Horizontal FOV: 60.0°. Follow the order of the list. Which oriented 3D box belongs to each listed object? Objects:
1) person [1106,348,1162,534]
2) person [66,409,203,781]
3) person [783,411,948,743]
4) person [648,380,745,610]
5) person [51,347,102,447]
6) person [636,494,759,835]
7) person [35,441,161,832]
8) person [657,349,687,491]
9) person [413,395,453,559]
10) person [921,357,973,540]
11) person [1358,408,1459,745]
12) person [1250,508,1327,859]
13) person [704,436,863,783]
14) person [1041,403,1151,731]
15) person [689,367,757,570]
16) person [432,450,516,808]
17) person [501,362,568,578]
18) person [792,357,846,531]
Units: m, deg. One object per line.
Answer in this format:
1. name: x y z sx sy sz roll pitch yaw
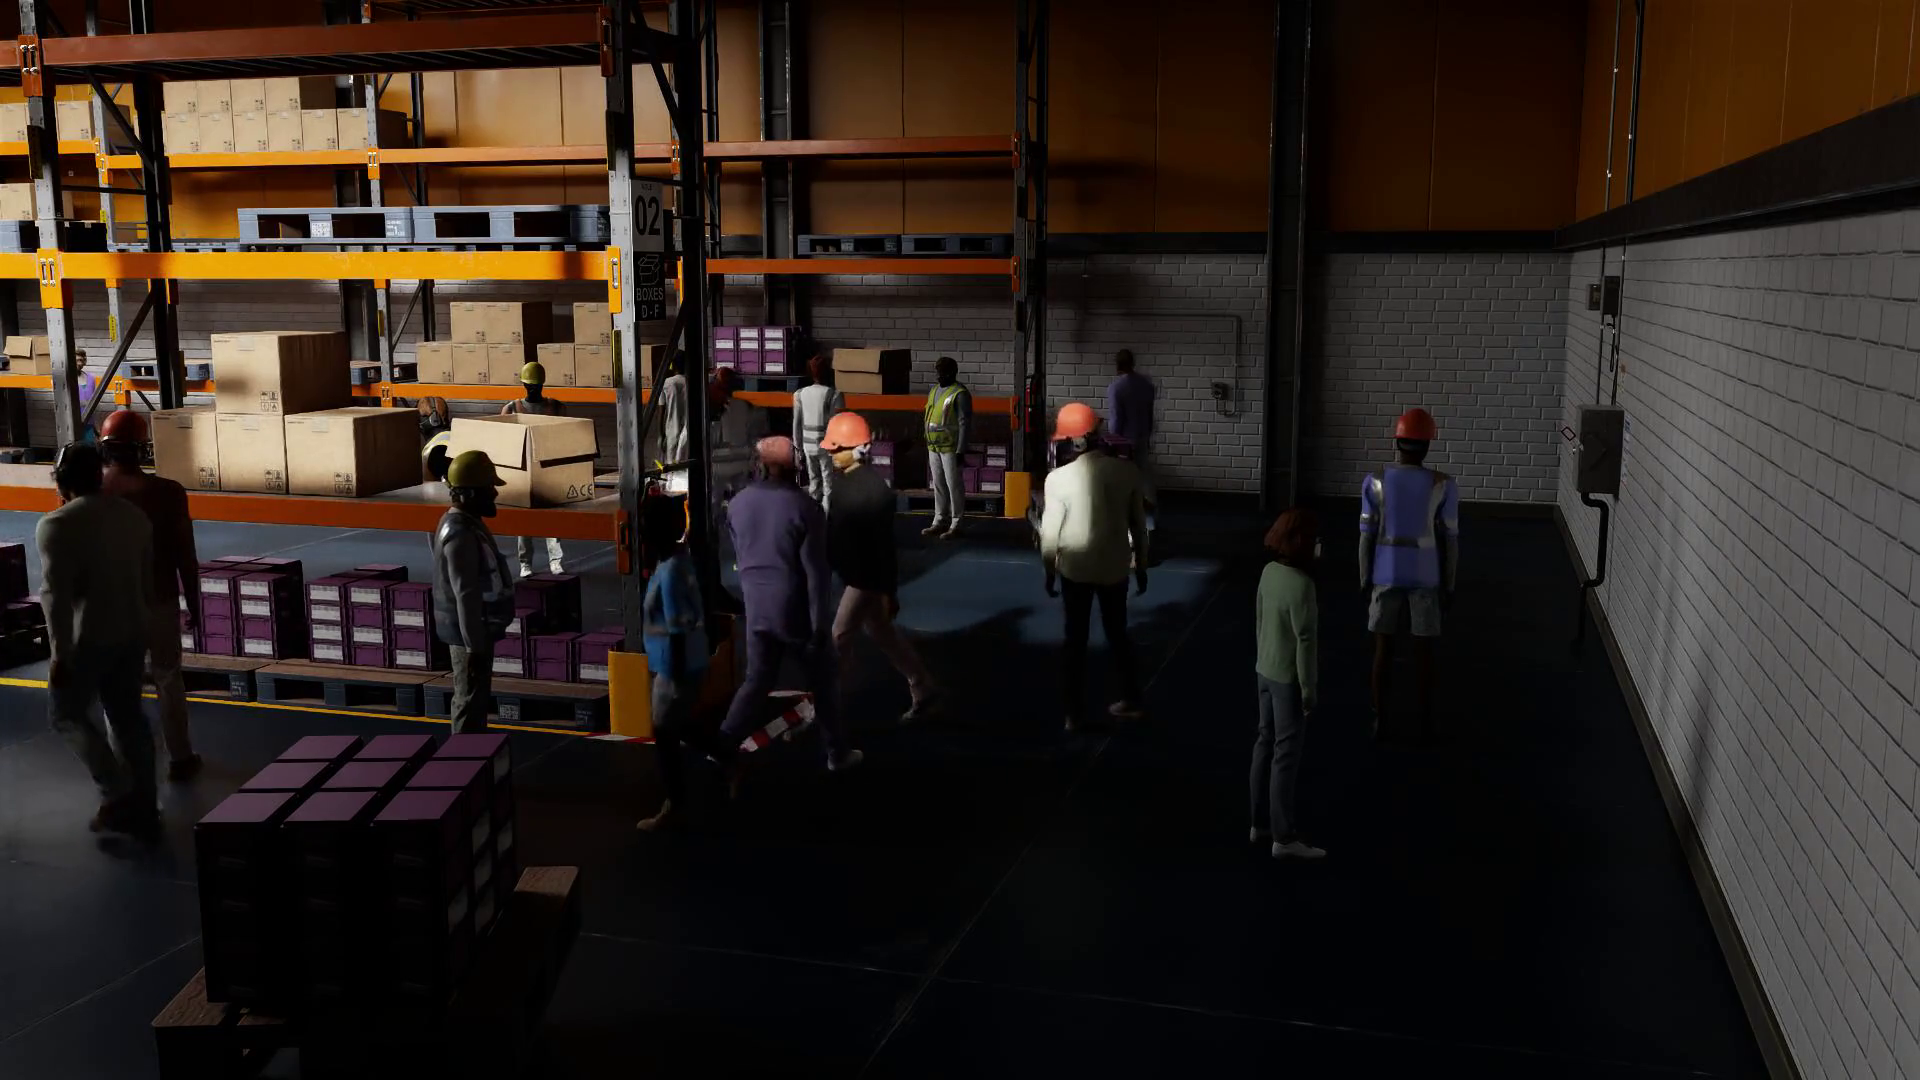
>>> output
1. person: 1.797 -0.988 17.035 0.686 1.915 0.752 -7 12 -38
2. person: -4.380 0.302 8.864 0.622 1.994 0.381 -3 10 -16
3. person: -0.525 0.197 9.711 1.024 1.938 0.694 -4 10 -26
4. person: -2.187 -0.325 13.092 0.937 1.880 0.565 -1 9 -7
5. person: -10.071 -1.278 18.973 0.388 1.838 0.563 3 10 16
6. person: -1.289 0.600 7.987 0.515 1.677 0.542 -1 9 -6
7. person: -4.128 0.486 7.987 0.452 1.915 0.698 3 10 16
8. person: -3.042 -1.140 18.084 0.503 1.861 0.329 -4 10 -21
9. person: -3.721 -0.119 11.929 0.429 1.836 0.625 -3 10 -16
10. person: -0.148 -0.931 16.832 0.429 1.846 0.633 -6 11 -35
11. person: 2.581 0.210 9.601 0.551 1.934 0.373 3 10 19
12. person: 1.534 0.661 7.777 0.286 1.632 0.500 -2 10 -12
13. person: -0.973 0.372 8.871 0.656 1.859 0.862 5 11 29
14. person: 0.826 0.161 9.846 0.738 1.955 0.491 -2 10 -14
15. person: -2.149 -0.650 15.134 0.592 1.839 0.920 -6 11 -32
16. person: -2.446 0.458 8.408 0.404 1.829 0.600 -3 10 -18
17. person: -3.735 -0.618 14.719 0.581 1.919 0.393 -4 10 -25
18. person: -1.335 -0.866 16.437 0.610 1.880 0.597 5 11 28
